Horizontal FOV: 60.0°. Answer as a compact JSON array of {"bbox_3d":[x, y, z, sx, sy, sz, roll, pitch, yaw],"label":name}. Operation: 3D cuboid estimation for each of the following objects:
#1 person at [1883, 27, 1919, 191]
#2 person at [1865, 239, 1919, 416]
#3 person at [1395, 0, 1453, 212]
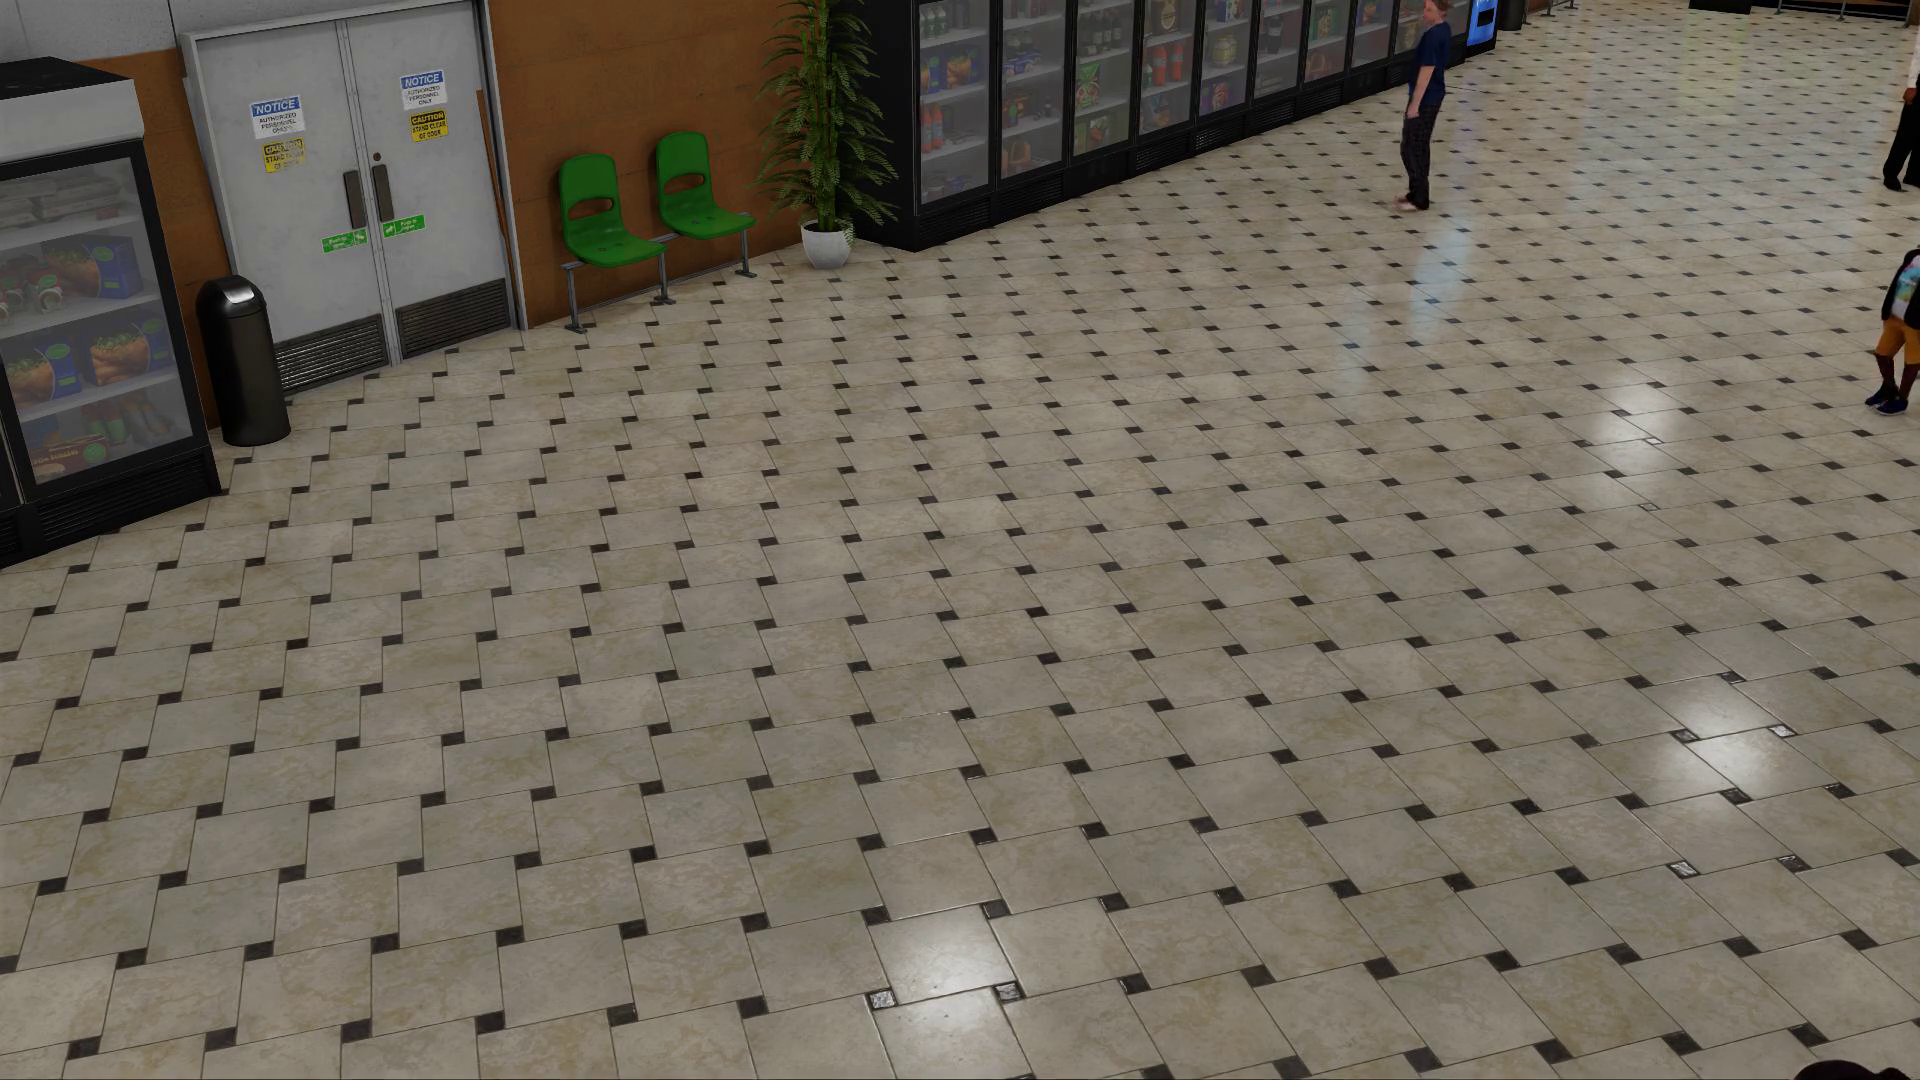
[{"bbox_3d":[8.689,-4.099,14.826,0.769,1.917,0.826,-3,27,-6],"label":"person"},{"bbox_3d":[5.894,-1.383,10.192,0.686,1.265,0.590,-10,28,-18],"label":"person"},{"bbox_3d":[3.975,-3.770,14.248,0.672,1.852,0.743,22,34,36],"label":"person"}]
